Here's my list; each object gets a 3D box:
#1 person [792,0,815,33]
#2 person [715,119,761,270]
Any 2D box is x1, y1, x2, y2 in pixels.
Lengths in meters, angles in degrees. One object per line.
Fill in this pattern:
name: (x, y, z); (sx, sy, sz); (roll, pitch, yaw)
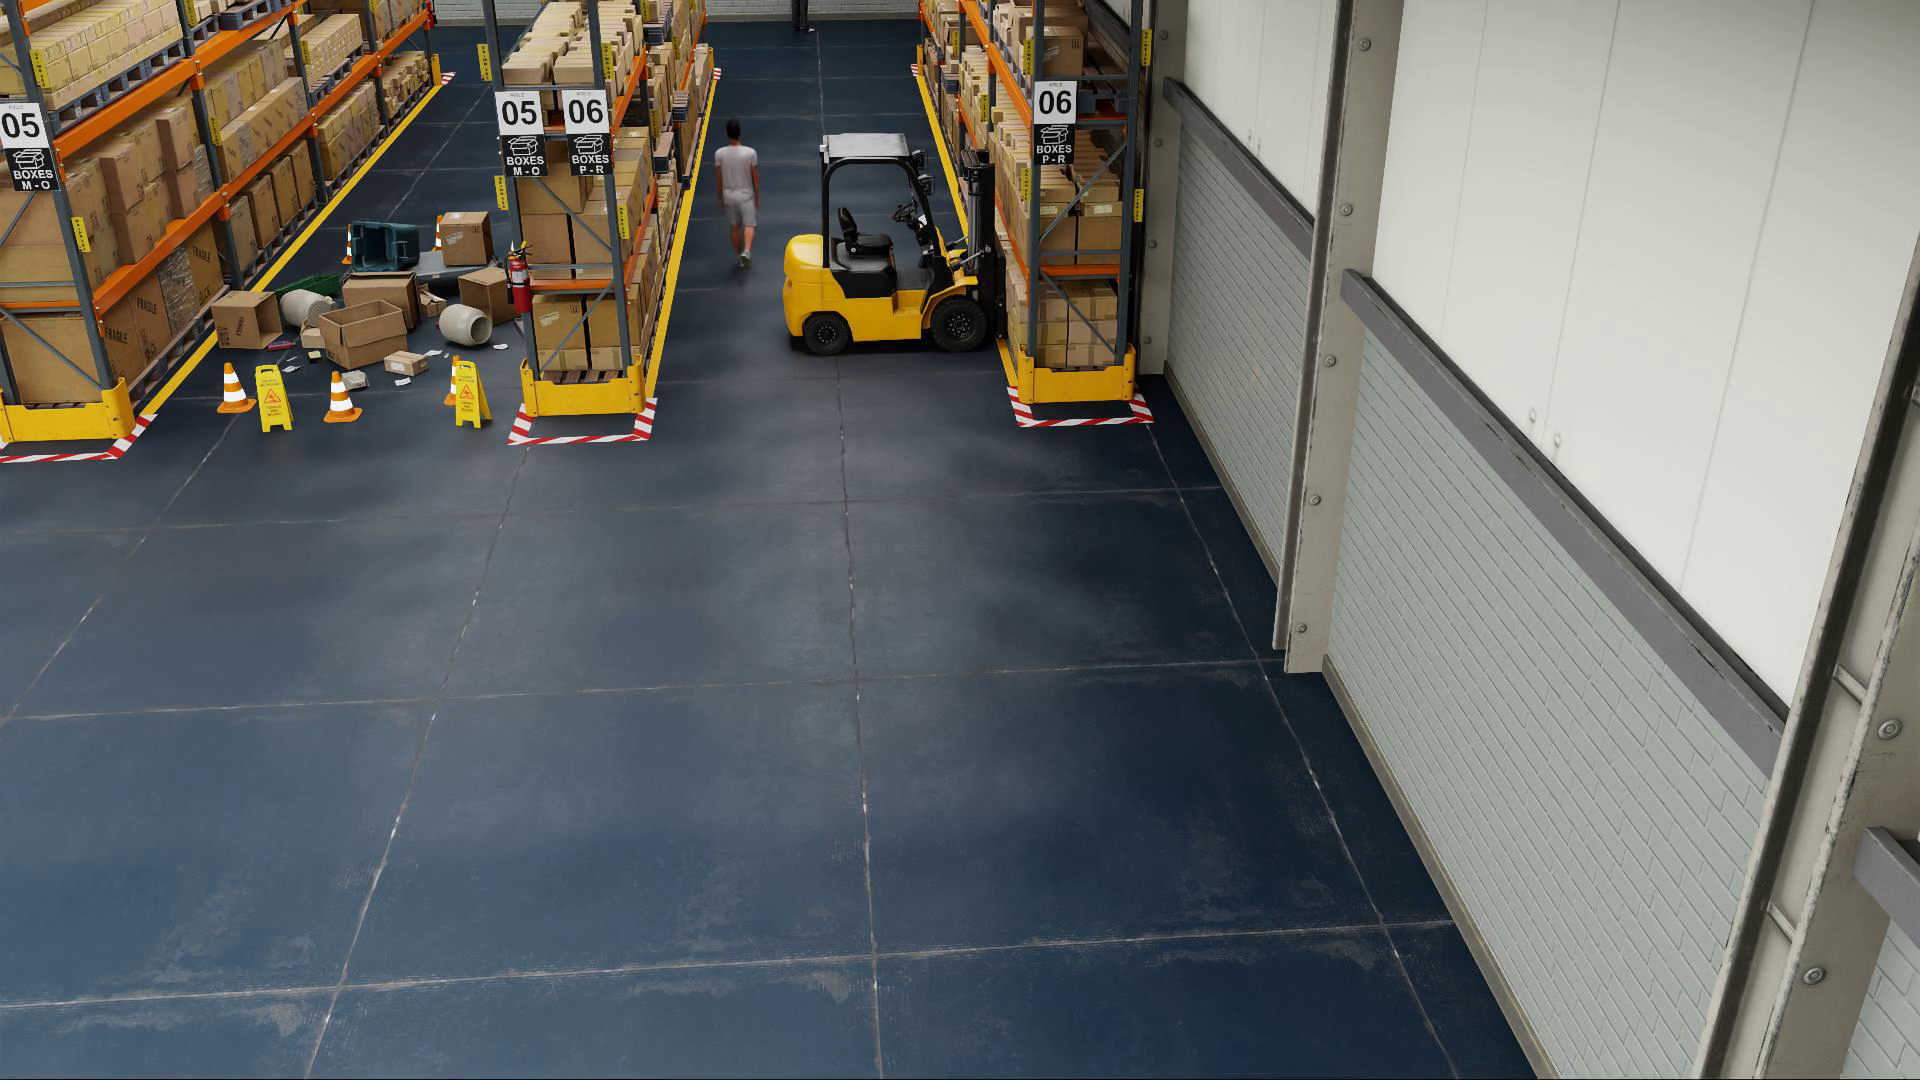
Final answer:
person: (-3.329, -11.549, 34.574); (0.721, 1.871, 0.799); (24, 35, 38)
person: (-2.710, -4.156, 20.251); (0.688, 1.839, 0.967); (-1, 27, -3)
